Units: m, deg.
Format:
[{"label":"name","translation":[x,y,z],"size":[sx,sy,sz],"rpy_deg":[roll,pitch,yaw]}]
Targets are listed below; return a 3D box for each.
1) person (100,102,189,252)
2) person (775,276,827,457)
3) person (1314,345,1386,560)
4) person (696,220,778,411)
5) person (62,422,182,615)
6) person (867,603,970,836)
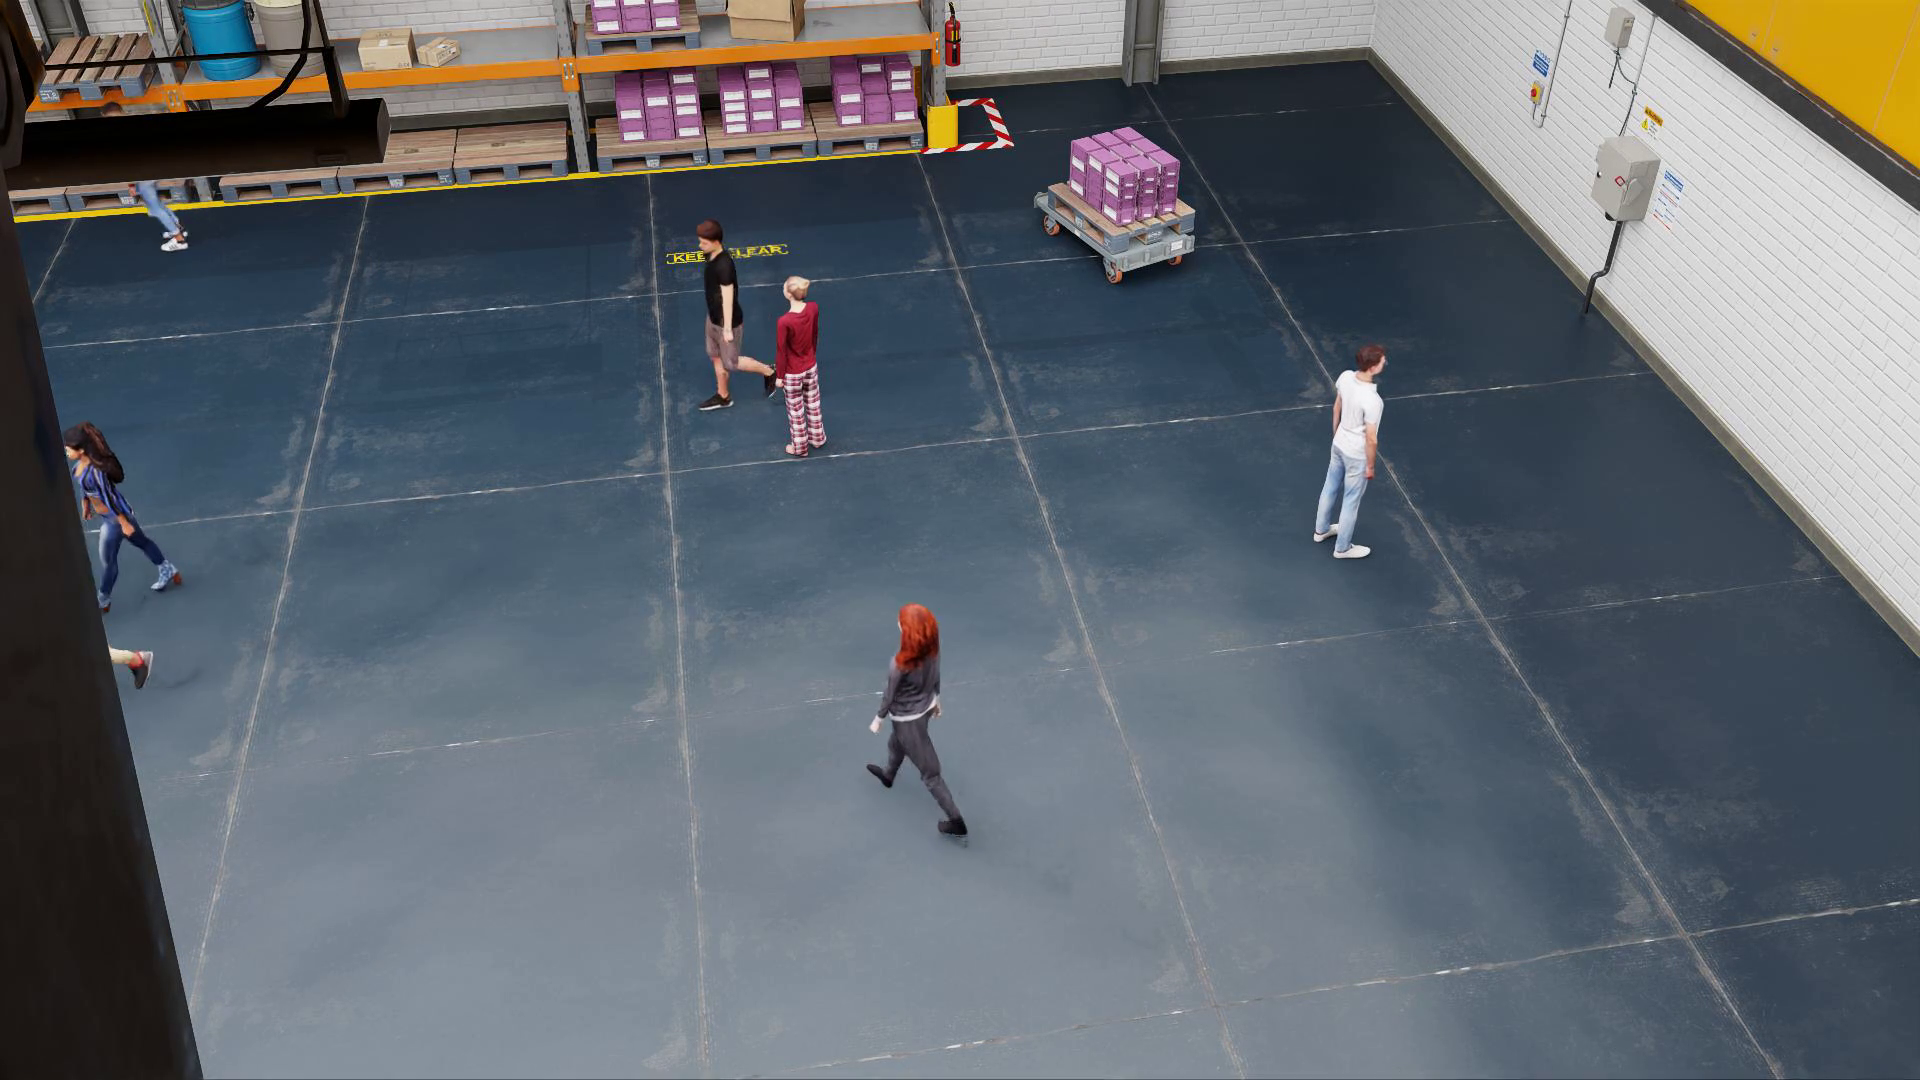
[{"label":"person","translation":[-8.053,-3.618,16.563],"size":[0.637,1.596,0.658],"rpy_deg":[6,39,7]},{"label":"person","translation":[-1.333,-1.446,13.770],"size":[0.736,1.689,0.652],"rpy_deg":[28,46,30]},{"label":"person","translation":[2.989,-0.686,12.687],"size":[0.621,1.851,0.693],"rpy_deg":[-15,41,-18]},{"label":"person","translation":[-1.930,-1.917,14.237],"size":[1.090,1.841,0.865],"rpy_deg":[-16,41,-19]},{"label":"person","translation":[-6.170,-0.206,12.300],"size":[1.082,1.584,0.913],"rpy_deg":[-26,45,-28]},{"label":"person","translation":[-0.231,1.170,10.460],"size":[1.159,1.732,1.119],"rpy_deg":[26,45,28]}]
